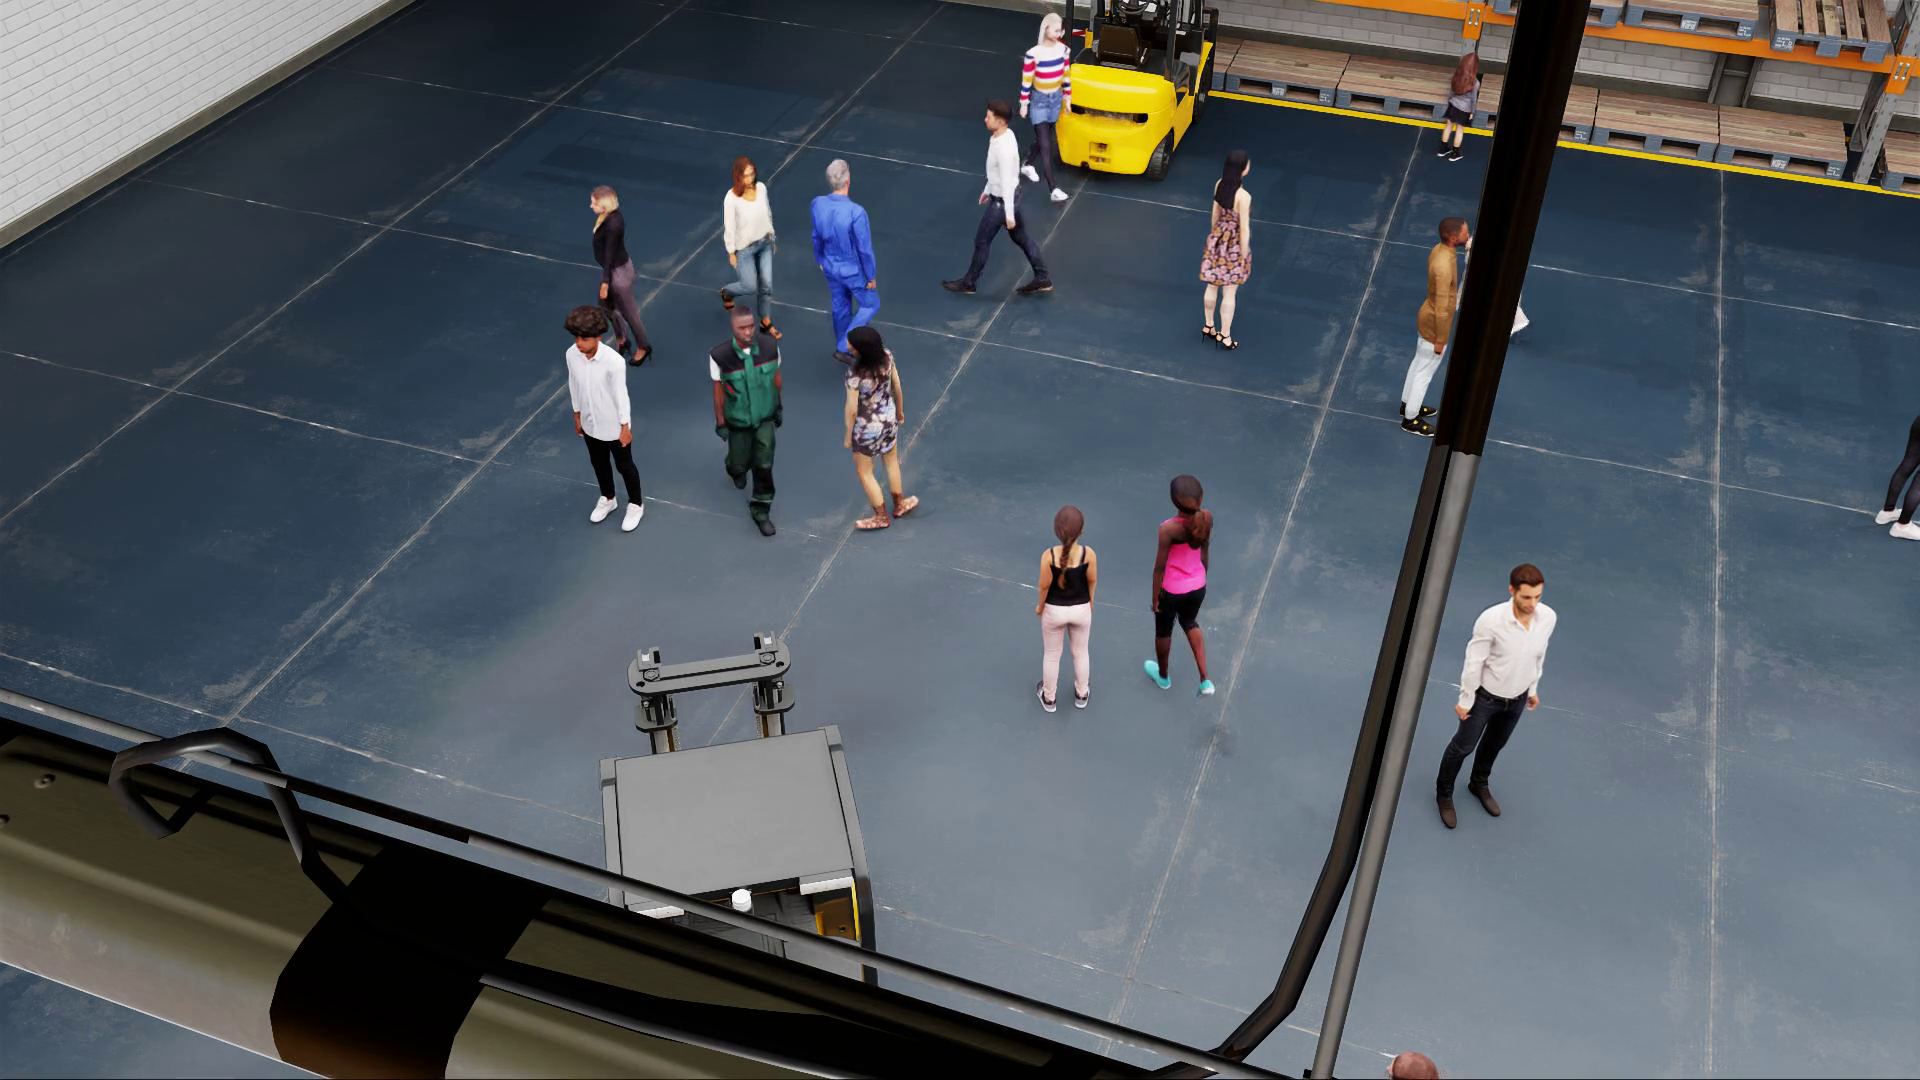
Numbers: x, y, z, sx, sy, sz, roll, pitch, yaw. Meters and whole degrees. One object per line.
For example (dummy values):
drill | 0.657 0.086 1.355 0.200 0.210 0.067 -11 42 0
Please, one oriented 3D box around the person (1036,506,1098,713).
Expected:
person | 0.669 0.437 10.372 0.570 1.564 0.674 -3 39 -3

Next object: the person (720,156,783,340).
person | -1.808 -2.471 13.935 0.971 1.662 0.832 29 47 32

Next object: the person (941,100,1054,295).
person | 0.485 -2.907 14.352 1.256 1.823 0.778 5 39 6

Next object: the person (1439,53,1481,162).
person | 5.044 -4.384 16.775 0.586 1.107 0.486 -31 48 -33

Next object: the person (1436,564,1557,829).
person | 3.089 0.878 9.575 0.694 1.870 0.800 -10 40 -13

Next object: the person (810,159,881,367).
person | -0.968 -2.160 13.424 0.810 1.812 0.922 26 45 29

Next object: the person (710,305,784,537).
person | -1.517 -0.912 11.856 1.040 1.819 1.094 -16 41 -19

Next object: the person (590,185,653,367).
person | -2.674 -2.128 13.516 0.770 1.649 0.722 -9 39 -11

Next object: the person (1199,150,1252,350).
person | 2.218 -2.398 13.754 0.865 1.773 0.795 -21 43 -24

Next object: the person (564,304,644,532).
person | -2.529 -0.881 11.829 0.487 1.805 0.682 15 41 17

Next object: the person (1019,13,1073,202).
person | 0.781 -4.202 16.028 1.108 1.755 1.217 -20 43 -23

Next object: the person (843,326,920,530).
person | -0.570 -0.818 11.819 0.807 1.719 0.711 -24 44 -27

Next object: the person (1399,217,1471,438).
person | 3.648 -1.663 12.799 0.611 1.817 0.687 5 39 7

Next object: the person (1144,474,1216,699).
person | 1.424 0.347 10.368 0.881 1.711 0.939 -16 41 -19
